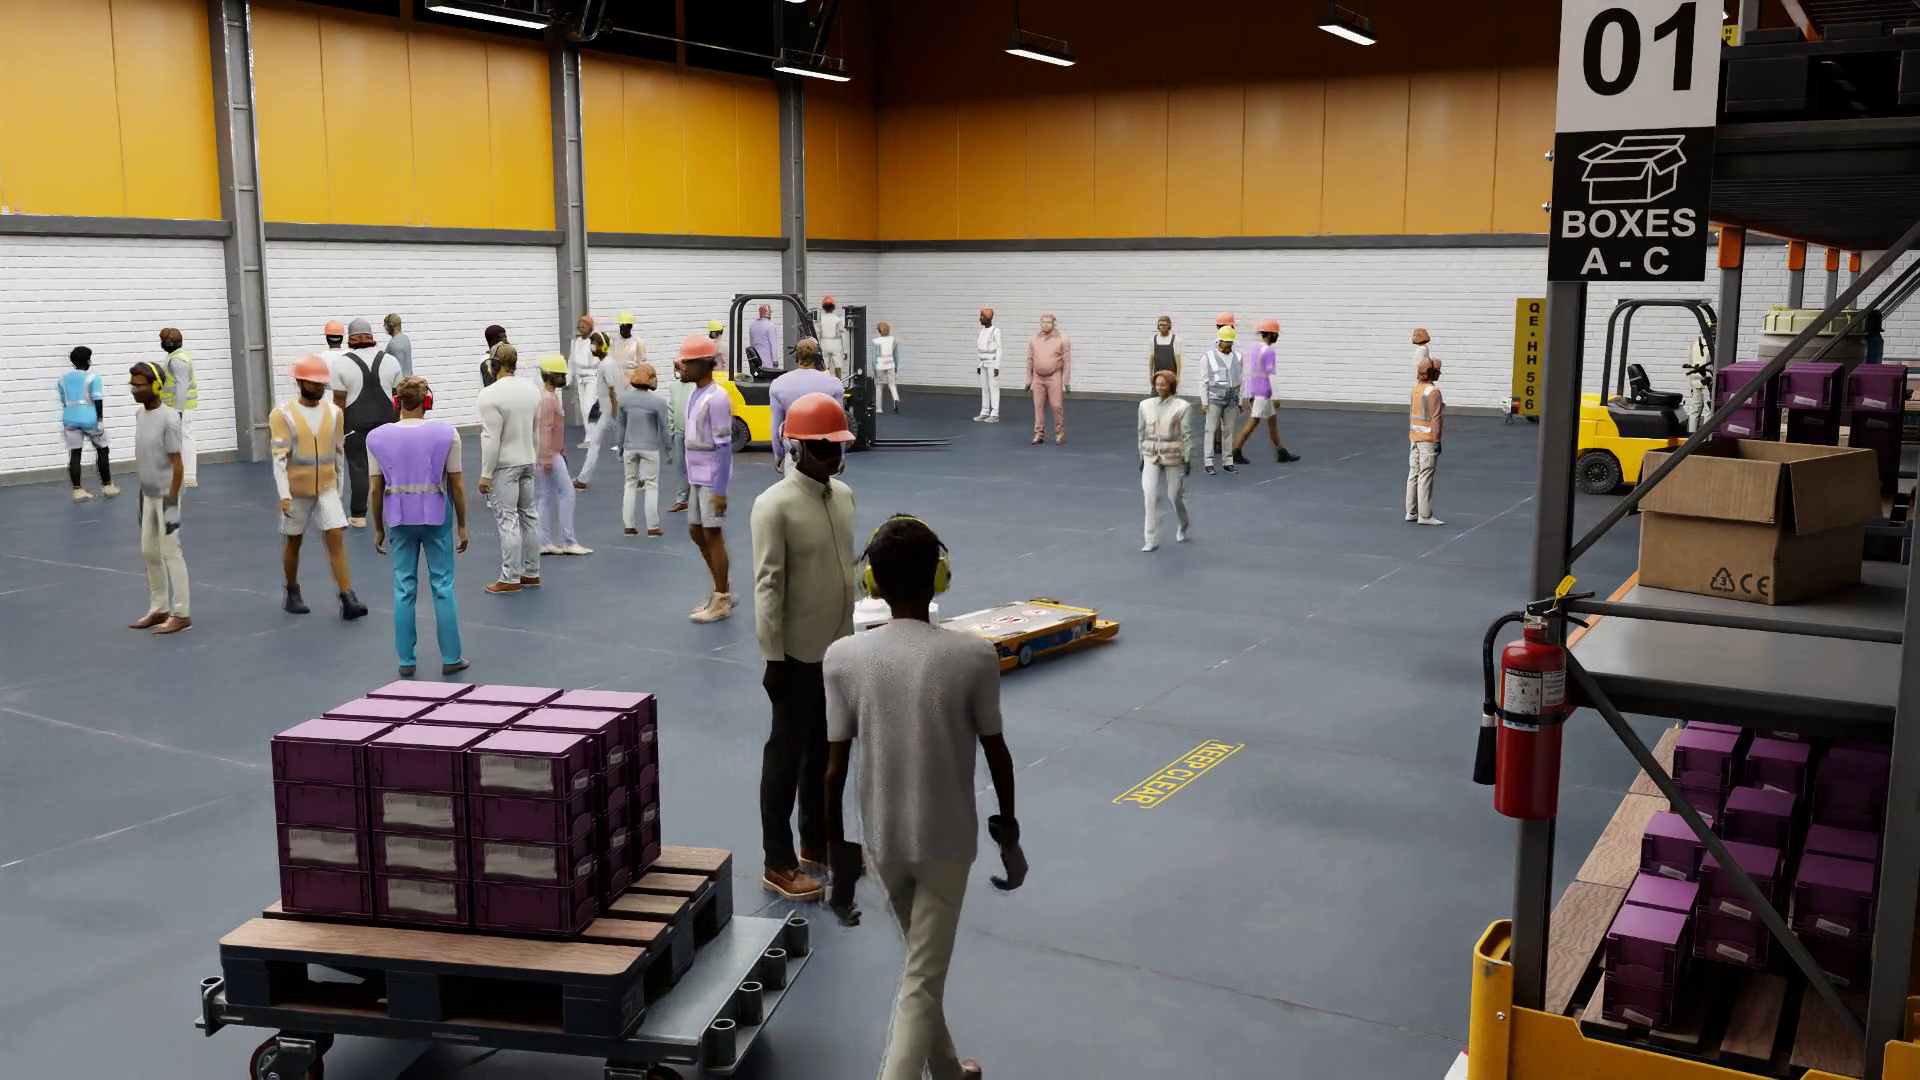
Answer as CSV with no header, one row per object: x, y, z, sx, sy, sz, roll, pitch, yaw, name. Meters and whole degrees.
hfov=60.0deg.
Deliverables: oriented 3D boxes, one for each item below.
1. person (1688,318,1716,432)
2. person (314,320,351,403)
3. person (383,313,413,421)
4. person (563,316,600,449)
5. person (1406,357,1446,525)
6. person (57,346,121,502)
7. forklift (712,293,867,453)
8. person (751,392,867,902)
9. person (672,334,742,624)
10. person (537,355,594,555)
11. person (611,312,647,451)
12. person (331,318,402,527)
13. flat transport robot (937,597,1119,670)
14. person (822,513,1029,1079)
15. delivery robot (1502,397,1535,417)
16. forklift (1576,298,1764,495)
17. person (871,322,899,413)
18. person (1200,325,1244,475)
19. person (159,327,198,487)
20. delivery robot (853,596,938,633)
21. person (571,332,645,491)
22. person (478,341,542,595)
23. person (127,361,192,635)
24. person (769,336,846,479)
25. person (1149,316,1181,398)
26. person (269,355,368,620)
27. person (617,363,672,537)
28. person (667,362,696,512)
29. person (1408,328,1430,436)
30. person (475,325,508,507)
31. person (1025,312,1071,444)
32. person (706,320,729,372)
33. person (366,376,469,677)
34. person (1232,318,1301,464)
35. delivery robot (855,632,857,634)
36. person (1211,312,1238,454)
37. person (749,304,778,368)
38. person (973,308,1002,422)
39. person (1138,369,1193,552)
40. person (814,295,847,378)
10.416,-2.166,23.173,0.404,1.837,0.590,-4,10,-23,person
-7.013,-1.510,18.765,0.551,1.937,0.357,-6,11,-31,person
-7.385,-2.011,21.907,0.370,1.934,0.627,-1,9,-7,person
-5.262,-2.191,23.237,0.644,1.869,0.494,6,11,33,person
4.563,-0.966,16.296,0.306,1.639,0.522,-2,9,-11,person
-9.495,-1.274,18.105,0.542,1.660,0.708,1,9,5,person
-2.458,-2.344,23.176,2.313,2.155,1.214,0,9,-2,forklift
-0.577,0.410,6.607,0.397,1.991,0.622,5,10,29,person
-1.753,-0.424,11.768,0.489,2.047,0.667,-4,10,-25,person
-3.434,-0.730,14.440,0.593,1.747,0.554,-2,9,-13,person
-4.590,-2.181,22.979,0.592,1.930,0.356,5,10,30,person
-5.795,-1.153,16.220,0.673,2.000,0.536,-7,11,-36,person
0.365,0.598,10.798,0.652,0.197,1.431,7,12,38,flat transport robot
-0.133,0.845,4.486,0.521,1.815,0.990,4,10,22,person
9.263,-2.229,27.265,0.707,0.478,0.477,-1,9,-3,delivery robot
7.954,-1.589,18.462,2.313,2.155,1.214,5,11,30,forklift
-1.293,-3.010,29.095,0.520,1.615,0.671,-4,10,-22,person
3.220,-1.712,20.375,0.586,1.827,0.403,-3,10,-19,person
-9.007,-1.523,19.156,0.430,1.841,0.624,-4,10,-24,person
-0.487,0.513,10.151,0.707,0.478,0.477,-7,11,-36,delivery robot
-3.984,-1.441,18.762,1.032,1.801,0.548,0,9,0,person
-3.456,-0.547,12.752,0.373,1.940,0.628,4,10,23,person
-5.471,-0.286,11.353,0.565,1.869,0.355,7,11,36,person
-1.246,-0.707,13.751,0.635,1.939,0.366,1,9,4,person
3.074,-2.464,25.087,0.534,1.811,0.832,3,10,19,person
-4.594,-0.365,11.804,0.556,1.886,0.957,-8,12,-42,person
-2.945,-0.829,15.486,0.517,1.626,0.312,2,9,13,person
-2.782,-1.079,17.020,0.501,1.633,0.289,5,10,30,person
6.962,-2.385,25.173,0.266,1.631,0.507,4,10,25,person
-4.907,-1.310,17.579,0.392,1.920,0.587,-1,9,-7,person
1.259,-2.325,23.956,0.665,1.907,0.402,4,10,24,person
-3.647,-2.432,25.077,0.329,1.762,0.523,-5,11,-30,person
-3.288,-0.075,10.113,0.563,1.839,0.389,-1,9,-8,person
3.911,-1.912,21.456,1.008,1.887,0.567,-1,9,-7,person
-0.742,0.674,9.147,0.477,0.478,0.707,2,9,13,delivery robot
3.596,-2.142,22.709,0.354,1.939,0.544,-1,9,-5,person
-3.446,-3.228,29.586,0.636,1.911,0.405,8,12,42,person
0.470,-2.887,27.528,0.362,1.883,0.575,-6,11,-32,person
1.854,-0.726,14.888,0.522,1.616,0.740,4,10,26,person
-2.476,-3.653,31.821,0.624,2.041,0.399,0,9,2,person
